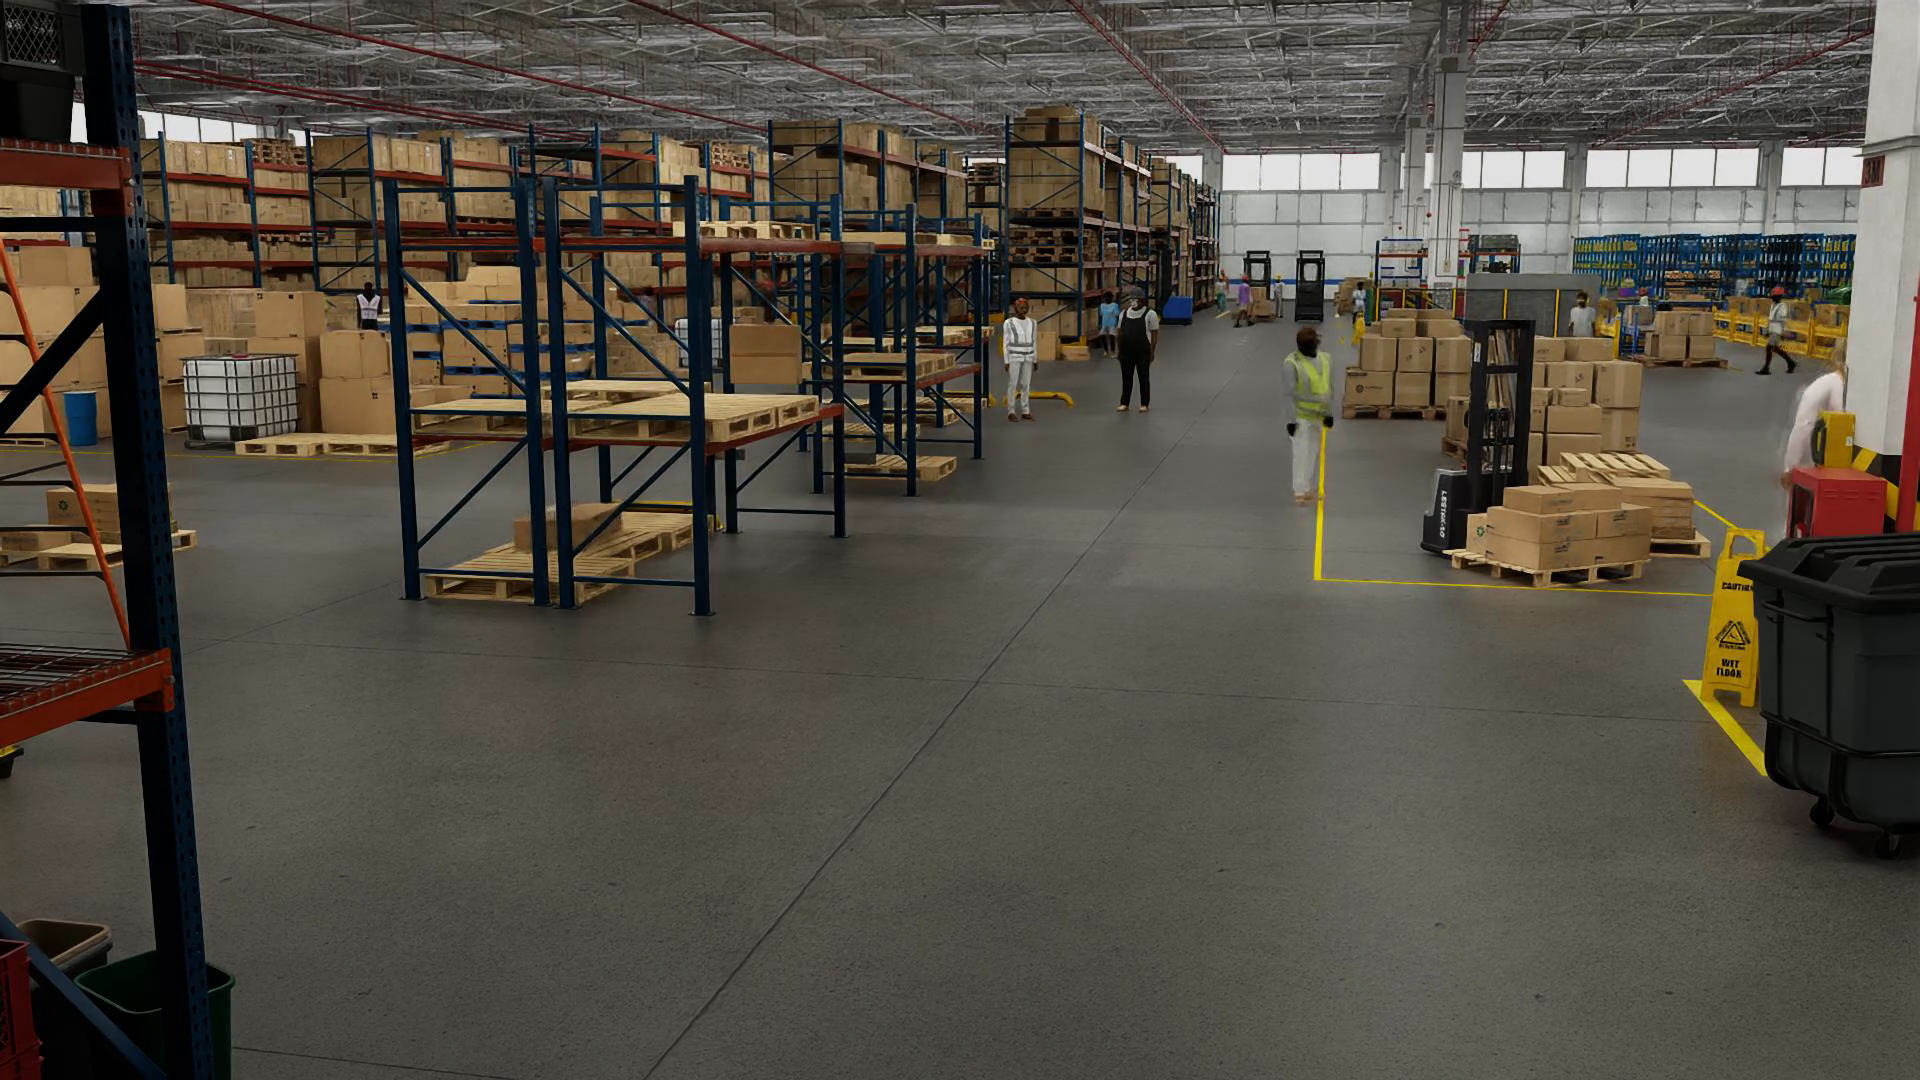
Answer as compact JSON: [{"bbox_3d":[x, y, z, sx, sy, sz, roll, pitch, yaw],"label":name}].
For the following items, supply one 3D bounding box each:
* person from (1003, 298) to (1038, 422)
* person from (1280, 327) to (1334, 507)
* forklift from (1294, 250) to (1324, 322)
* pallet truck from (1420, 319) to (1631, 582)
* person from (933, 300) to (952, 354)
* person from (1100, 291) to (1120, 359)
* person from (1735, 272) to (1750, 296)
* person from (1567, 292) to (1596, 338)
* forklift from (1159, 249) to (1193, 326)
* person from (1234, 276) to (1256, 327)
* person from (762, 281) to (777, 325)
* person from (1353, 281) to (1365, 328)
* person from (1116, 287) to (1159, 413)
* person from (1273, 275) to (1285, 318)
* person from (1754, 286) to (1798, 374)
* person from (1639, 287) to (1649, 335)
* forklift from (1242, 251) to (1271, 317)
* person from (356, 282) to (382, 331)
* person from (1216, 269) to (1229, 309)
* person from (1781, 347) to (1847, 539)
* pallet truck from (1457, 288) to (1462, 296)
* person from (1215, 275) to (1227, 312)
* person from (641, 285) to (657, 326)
[{"bbox_3d":[0.931,-2.746,25.413,0.587,1.882,0.342,-5,11,-28],"label":"person"},{"bbox_3d":[3.488,-1.239,16.748,0.684,1.806,0.502,-7,12,-35],"label":"person"},{"bbox_3d":[13.778,-10.002,65.433,1.129,2.768,1.873,2,10,12],"label":"forklift"},{"bbox_3d":[4.543,-0.757,13.299,0.823,1.965,1.885,-4,10,-22],"label":"pallet truck"},{"bbox_3d":[-0.398,-4.427,36.217,0.865,1.589,0.530,-9,13,-44],"label":"person"},{"bbox_3d":[3.714,-5.357,41.448,0.552,1.684,0.375,6,11,33],"label":"person"},{"bbox_3d":[34.126,-10.714,72.488,0.635,1.920,0.531,-3,10,-16],"label":"person"},{"bbox_3d":[12.162,-3.944,32.684,0.542,1.818,0.966,9,13,42],"label":"person"},{"bbox_3d":[7.646,-9.320,61.395,1.873,2.768,1.129,2,10,11],"label":"forklift"},{"bbox_3d":[10.425,-8.712,60.774,1.028,1.877,0.552,-4,10,-23],"label":"person"},{"bbox_3d":[-4.755,-5.495,41.539,1.048,1.938,0.646,2,10,10],"label":"person"},{"bbox_3d":[14.338,-8.441,59.732,0.571,1.682,0.478,-5,11,-27],"label":"person"},{"bbox_3d":[2.832,-3.080,26.927,0.688,2.000,0.539,5,11,27],"label":"person"},{"bbox_3d":[13.447,-10.277,70.210,0.404,1.823,0.591,-7,12,-36],"label":"person"},{"bbox_3d":[17.635,-4.504,35.771,0.858,1.910,0.549,1,10,7],"label":"person"},{"bbox_3d":[20.637,-6.817,50.262,0.288,1.633,0.497,6,11,32],"label":"person"},{"bbox_3d":[12.222,-10.495,68.356,1.129,2.768,1.873,2,10,12],"label":"forklift"},{"bbox_3d":[-14.755,-5.486,41.570,0.587,1.911,0.397,-4,11,-25],"label":"person"},{"bbox_3d":[12.922,-12.335,81.920,0.666,1.973,0.649,2,10,9],"label":"person"},{"bbox_3d":[6.228,-0.482,12.014,0.792,1.902,0.380,-4,10,-22],"label":"person"},{"bbox_3d":[20.506,-9.785,68.819,0.653,1.274,1.630,2,10,12],"label":"pallet truck"},{"bbox_3d":[12.378,-11.695,78.914,0.522,1.726,0.922,2,10,10],"label":"person"},{"bbox_3d":[-8.112,-5.683,42.966,0.667,1.828,0.631,0,10,-3],"label":"person"}]
